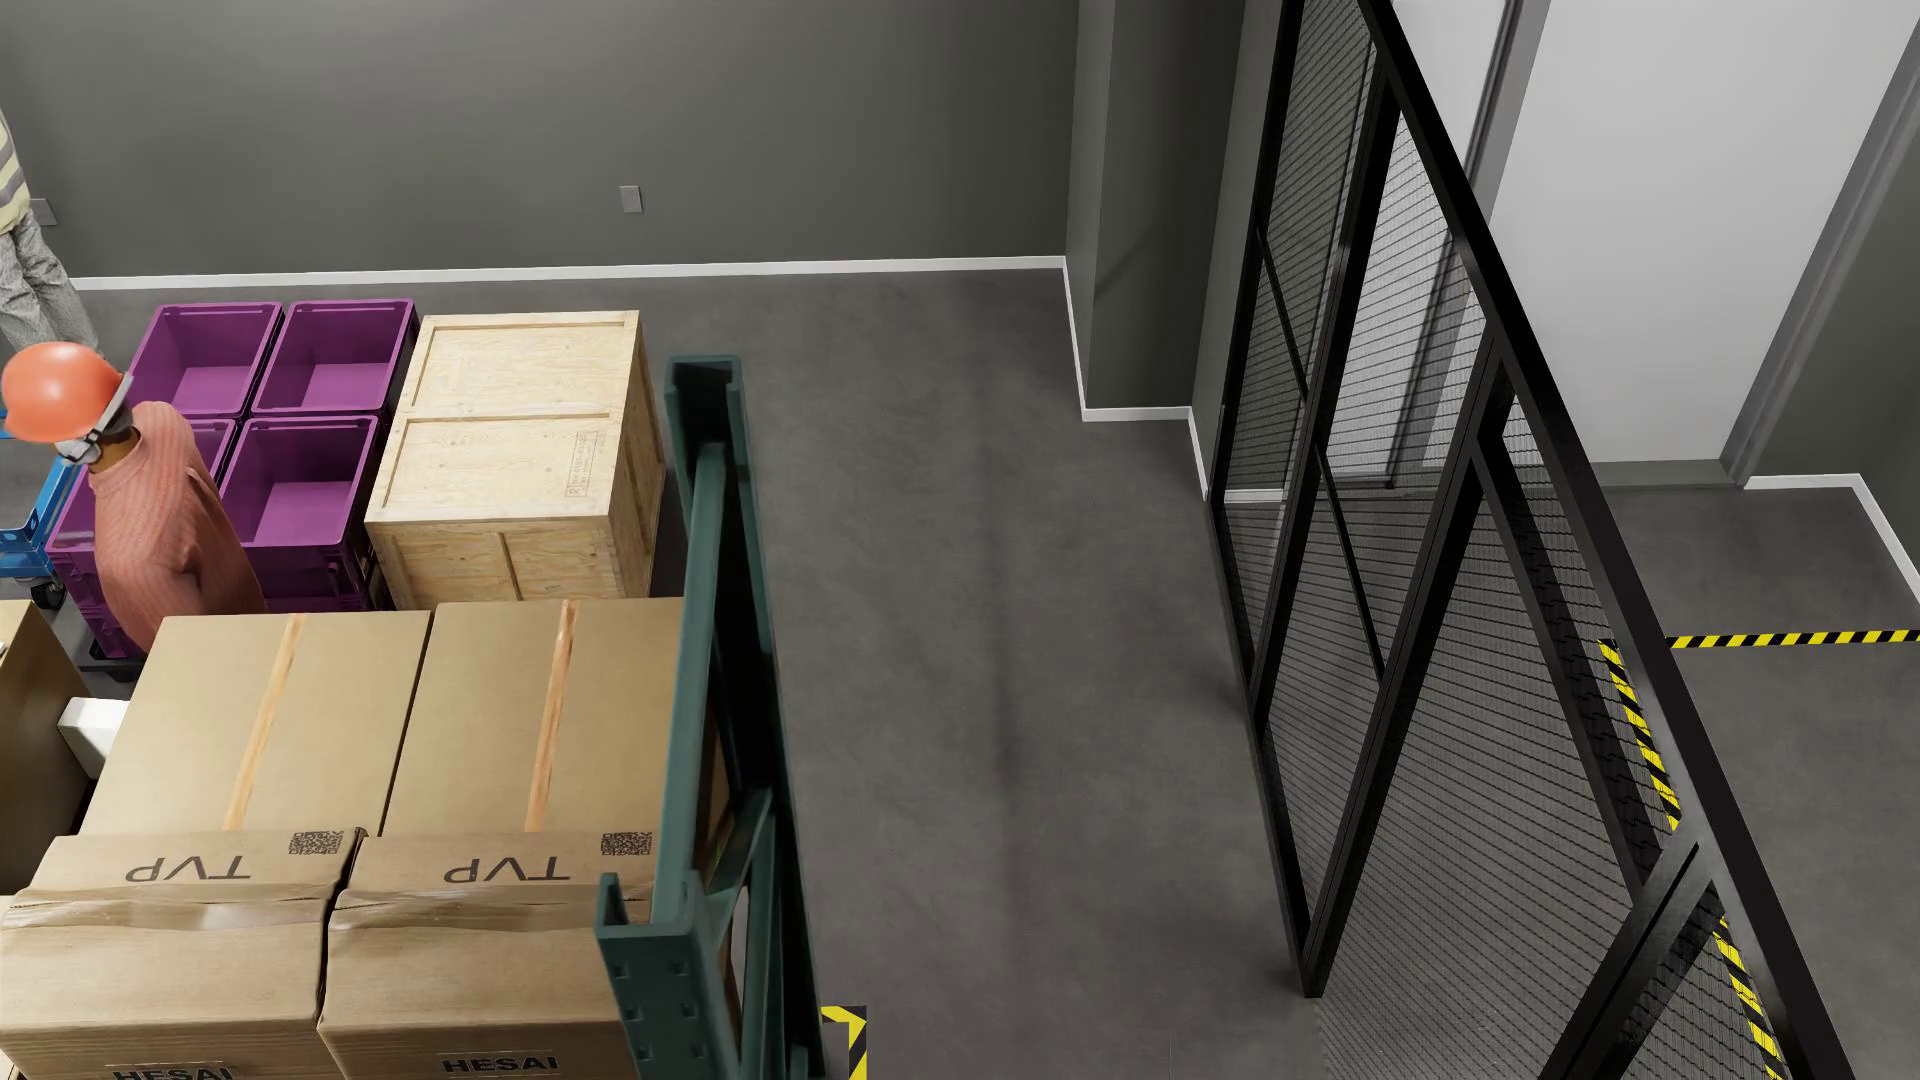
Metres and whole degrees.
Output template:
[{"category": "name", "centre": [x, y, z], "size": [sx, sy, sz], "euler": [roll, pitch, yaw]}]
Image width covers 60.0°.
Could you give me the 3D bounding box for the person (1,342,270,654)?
[{"category": "person", "centre": [-2.043, 0.256, 4.480], "size": [0.388, 1.986, 0.611], "euler": [-12, 48, -12]}]

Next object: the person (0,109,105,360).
[{"category": "person", "centre": [-3.543, -1.194, 5.969], "size": [0.404, 1.831, 0.600], "euler": [0, 46, 0]}]
